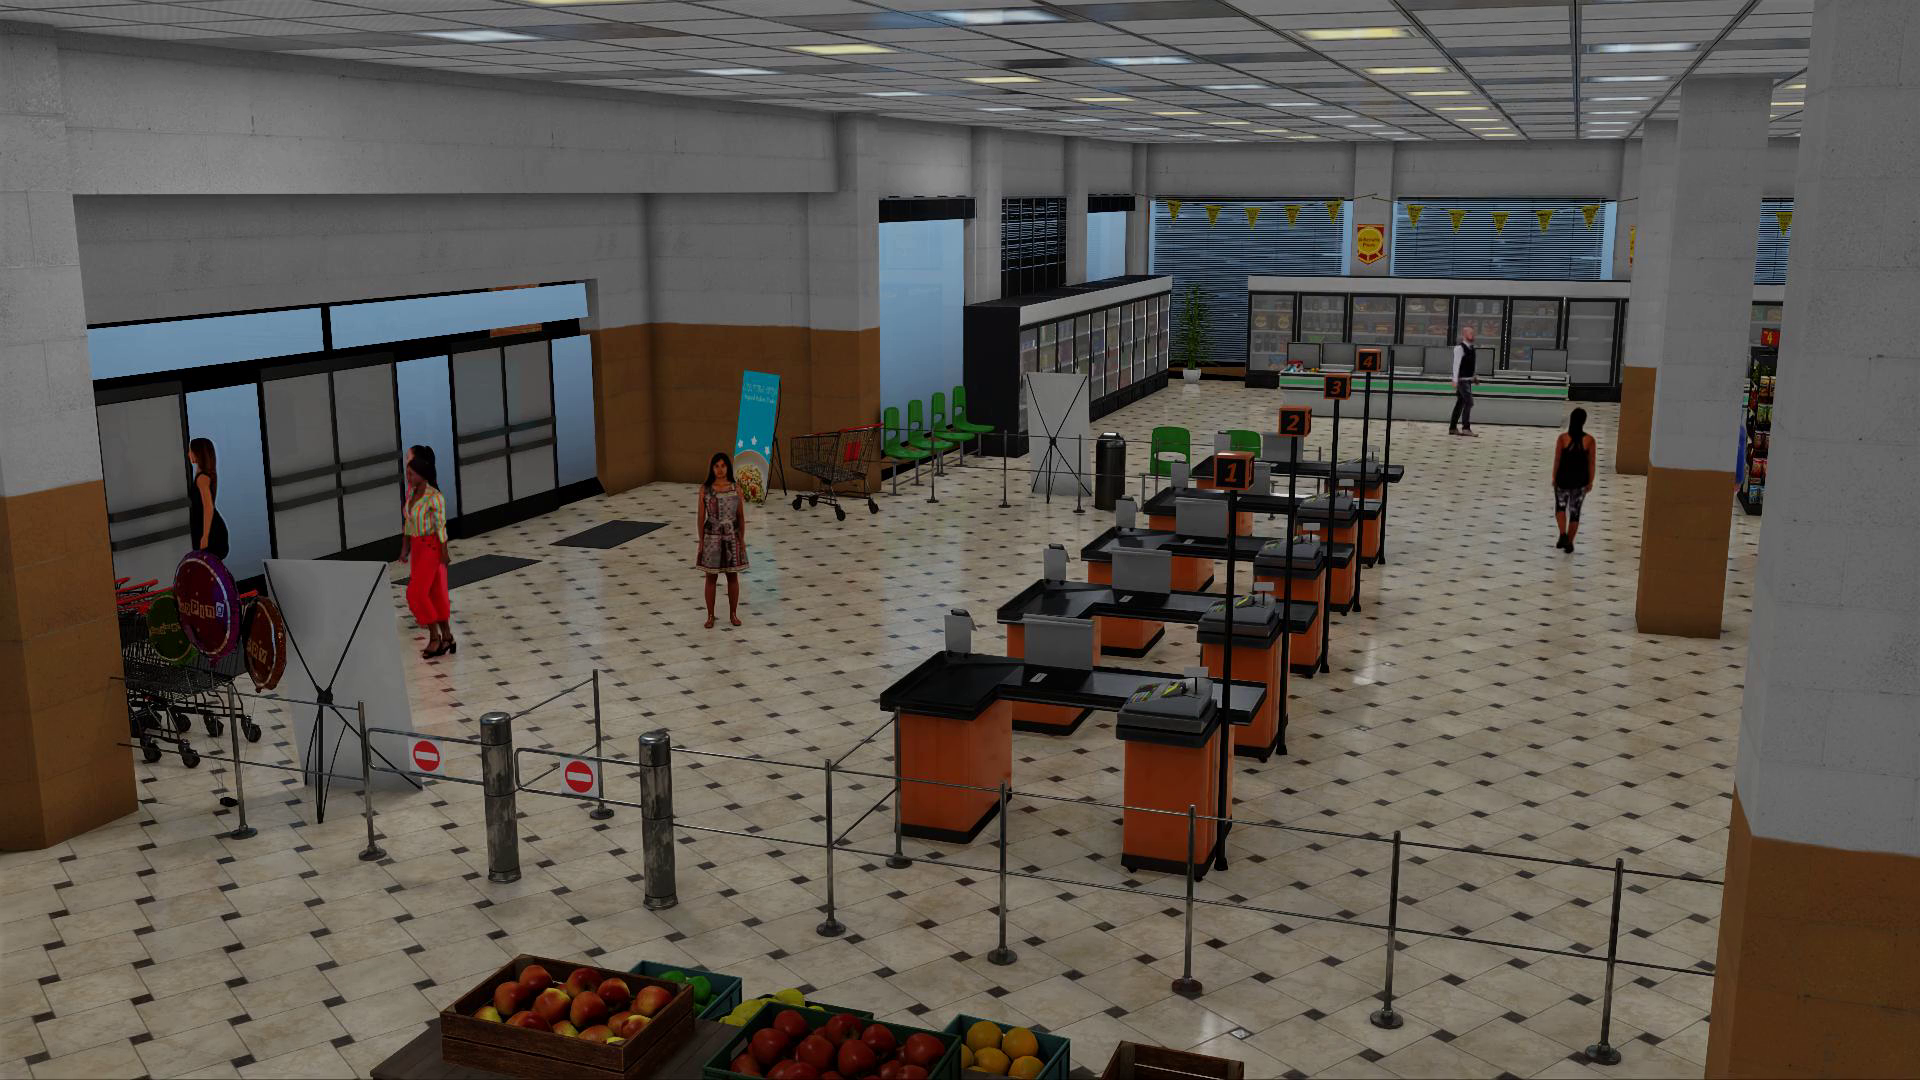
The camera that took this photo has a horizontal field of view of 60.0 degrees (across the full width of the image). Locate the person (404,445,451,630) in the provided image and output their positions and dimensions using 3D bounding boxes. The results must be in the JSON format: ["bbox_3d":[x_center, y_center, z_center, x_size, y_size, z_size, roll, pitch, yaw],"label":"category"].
[{"bbox_3d":[-5.003,-0.037,15.528,0.771,1.727,0.704,-6,13,-27],"label":"person"}]

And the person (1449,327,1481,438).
[{"bbox_3d":[8.283,-2.620,27.603,0.922,1.806,0.831,9,15,38],"label":"person"}]

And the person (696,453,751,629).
[{"bbox_3d":[-2.228,-0.009,15.595,0.673,1.645,0.787,-3,12,-14],"label":"person"}]

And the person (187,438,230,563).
[{"bbox_3d":[-6.859,-0.022,15.199,0.712,1.834,0.666,-4,13,-20],"label":"person"}]

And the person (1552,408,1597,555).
[{"bbox_3d":[6.867,-0.658,18.653,0.562,1.656,0.652,4,13,18],"label":"person"}]

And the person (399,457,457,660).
[{"bbox_3d":[-4.560,0.151,14.514,0.749,1.778,0.774,10,15,39],"label":"person"}]
